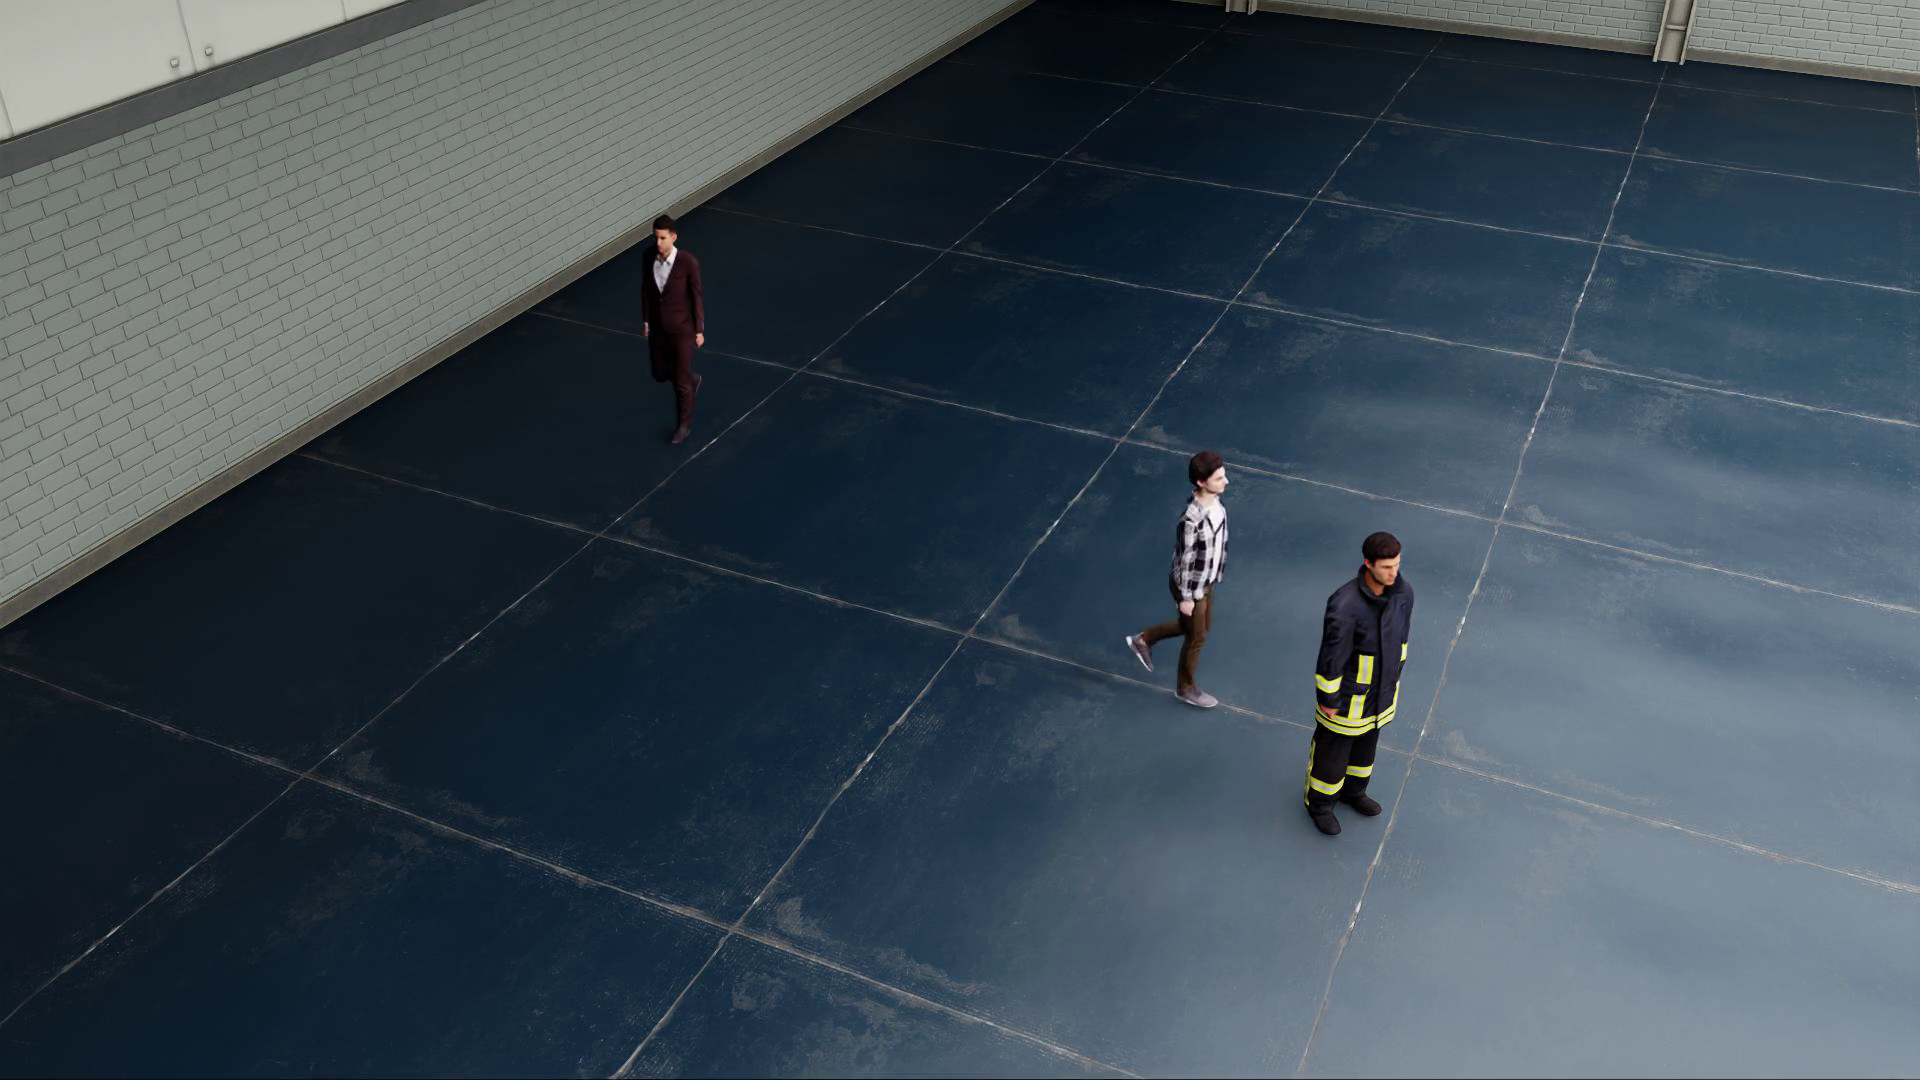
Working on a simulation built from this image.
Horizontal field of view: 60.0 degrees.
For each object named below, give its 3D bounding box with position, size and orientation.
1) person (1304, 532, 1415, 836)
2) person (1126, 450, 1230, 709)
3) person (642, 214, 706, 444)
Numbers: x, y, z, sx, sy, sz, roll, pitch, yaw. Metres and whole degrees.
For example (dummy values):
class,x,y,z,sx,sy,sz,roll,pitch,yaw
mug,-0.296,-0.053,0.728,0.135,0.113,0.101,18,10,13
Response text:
class,x,y,z,sx,sy,sz,roll,pitch,yaw
person,2.204,0.762,9.200,0.894,1.928,0.900,-18,36,-26
person,1.353,0.233,10.166,0.871,1.792,0.635,15,35,23
person,-2.255,-1.727,13.216,0.876,1.852,0.769,12,34,18
